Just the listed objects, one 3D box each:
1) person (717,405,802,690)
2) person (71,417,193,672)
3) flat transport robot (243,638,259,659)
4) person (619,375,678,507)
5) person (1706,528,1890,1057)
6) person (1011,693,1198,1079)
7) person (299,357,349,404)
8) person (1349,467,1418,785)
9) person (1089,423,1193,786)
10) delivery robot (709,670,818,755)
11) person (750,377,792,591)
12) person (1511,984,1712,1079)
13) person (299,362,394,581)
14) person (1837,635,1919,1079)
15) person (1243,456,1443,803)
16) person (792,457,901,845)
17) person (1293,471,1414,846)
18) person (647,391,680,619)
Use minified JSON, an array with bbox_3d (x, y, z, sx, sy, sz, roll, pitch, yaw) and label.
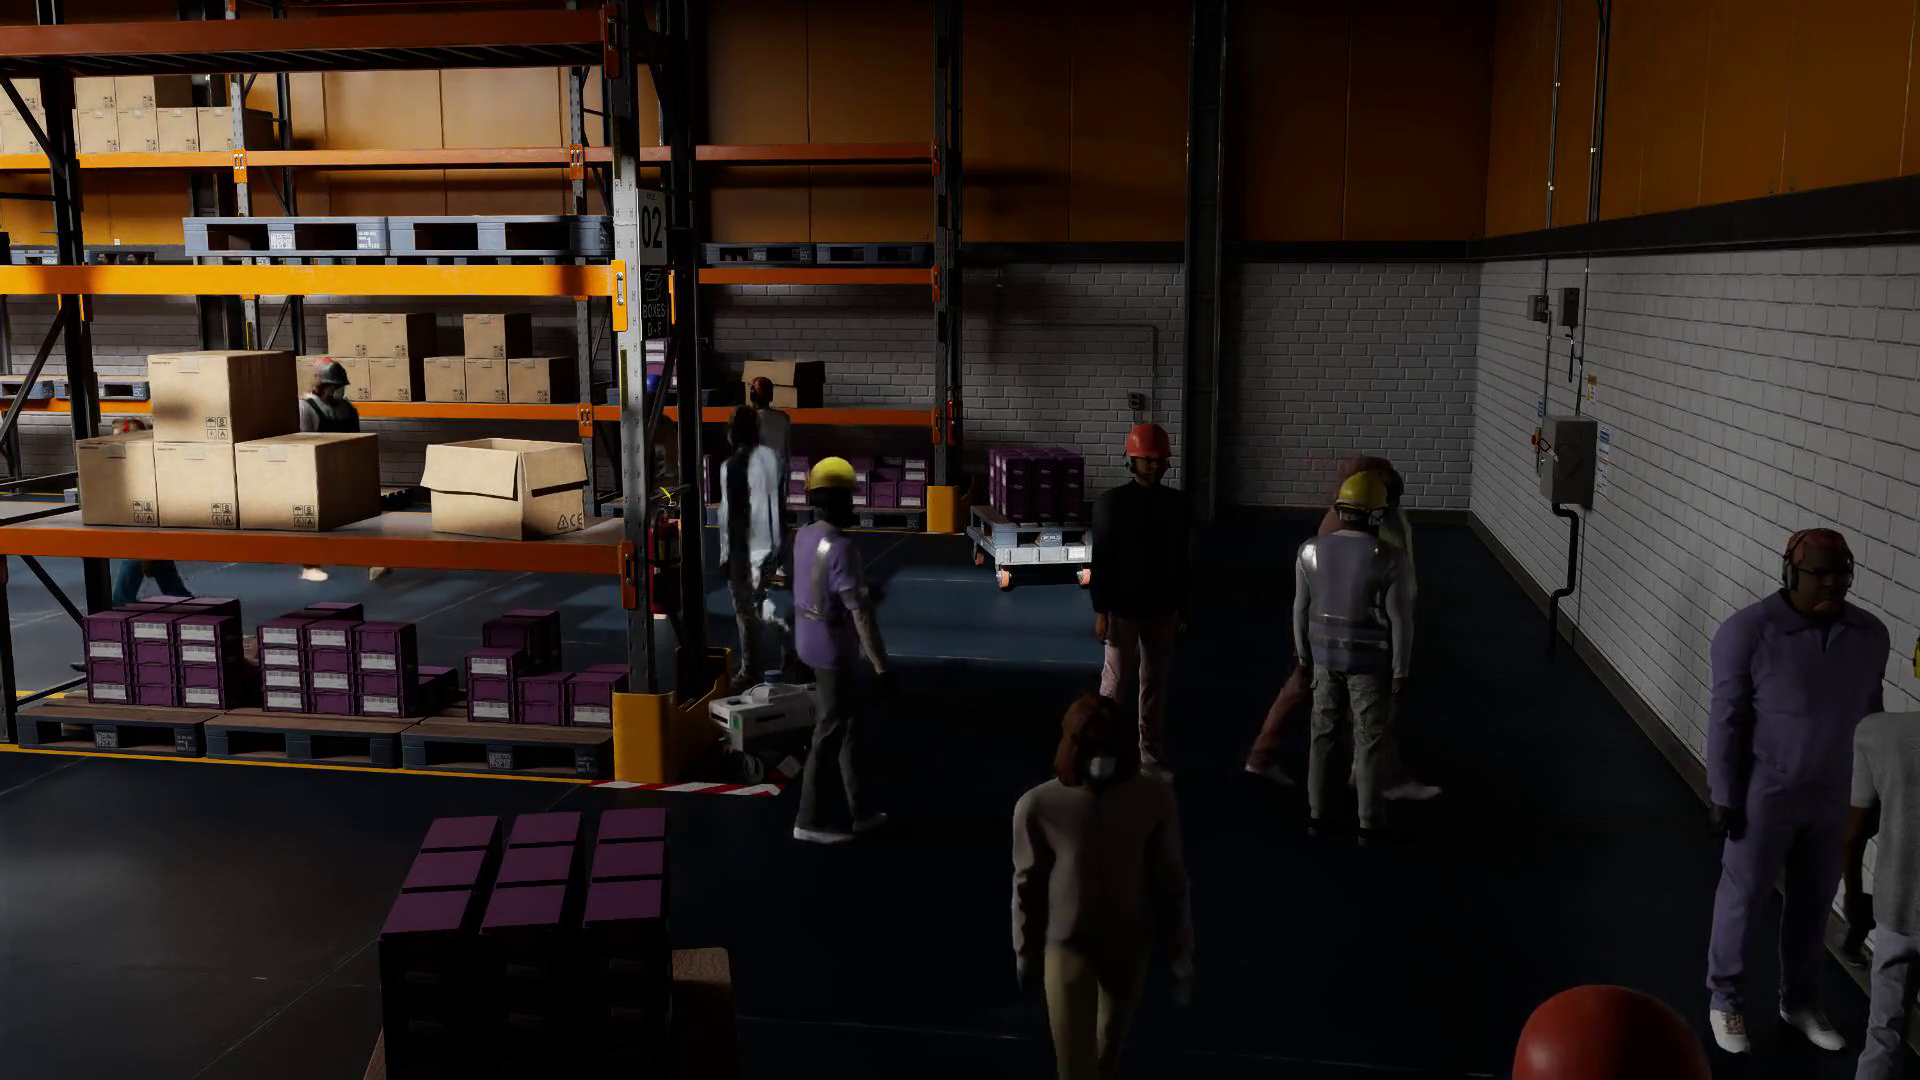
[{"bbox_3d":[-1.352,0.065,11.071,0.488,1.925,0.627,4,10,25],"label":"person"},{"bbox_3d":[-5.716,0.034,11.665,0.999,1.796,0.584,-1,9,-7],"label":"person"},{"bbox_3d":[-5.139,0.819,11.479,1.431,0.197,0.652,1,9,9],"label":"flat transport robot"},{"bbox_3d":[-2.601,-0.426,14.048,0.407,1.937,0.602,5,10,28],"label":"person"},{"bbox_3d":[2.992,0.898,5.929,0.646,1.907,0.401,-1,9,-4],"label":"person"},{"bbox_3d":[0.416,1.230,4.853,0.502,1.587,0.855,-2,9,-12],"label":"person"},{"bbox_3d":[-6.417,-0.891,16.931,0.545,1.938,0.355,1,9,5],"label":"person"},{"bbox_3d":[2.244,0.459,8.996,0.435,1.802,0.651,6,11,31],"label":"person"},{"bbox_3d":[0.986,0.362,8.977,0.609,1.996,0.383,-4,10,-22],"label":"person"},{"bbox_3d":[-1.046,0.974,9.345,0.707,0.478,0.477,-7,11,-37],"label":"delivery robot"},{"bbox_3d":[-1.713,-0.495,14.642,0.338,1.882,0.582,8,12,39],"label":"person"},{"bbox_3d":[0.754,1.484,2.068,0.612,1.978,0.452,4,10,23],"label":"person"},{"bbox_3d":[-5.582,-0.614,14.895,1.027,2.000,0.694,7,11,36],"label":"person"},{"bbox_3d":[2.756,1.114,4.704,0.331,1.871,0.519,-6,11,-34],"label":"person"},{"bbox_3d":[2.014,0.469,8.817,1.035,1.848,0.651,1,9,9],"label":"person"},{"bbox_3d":[-0.582,0.556,8.103,0.560,1.899,0.688,-4,10,-23],"label":"person"},{"bbox_3d":[1.936,0.575,8.164,0.601,1.830,0.404,7,11,37],"label":"person"},{"bbox_3d":[-2.486,-0.282,13.448,0.430,1.845,0.622,2,9,14],"label":"person"}]
